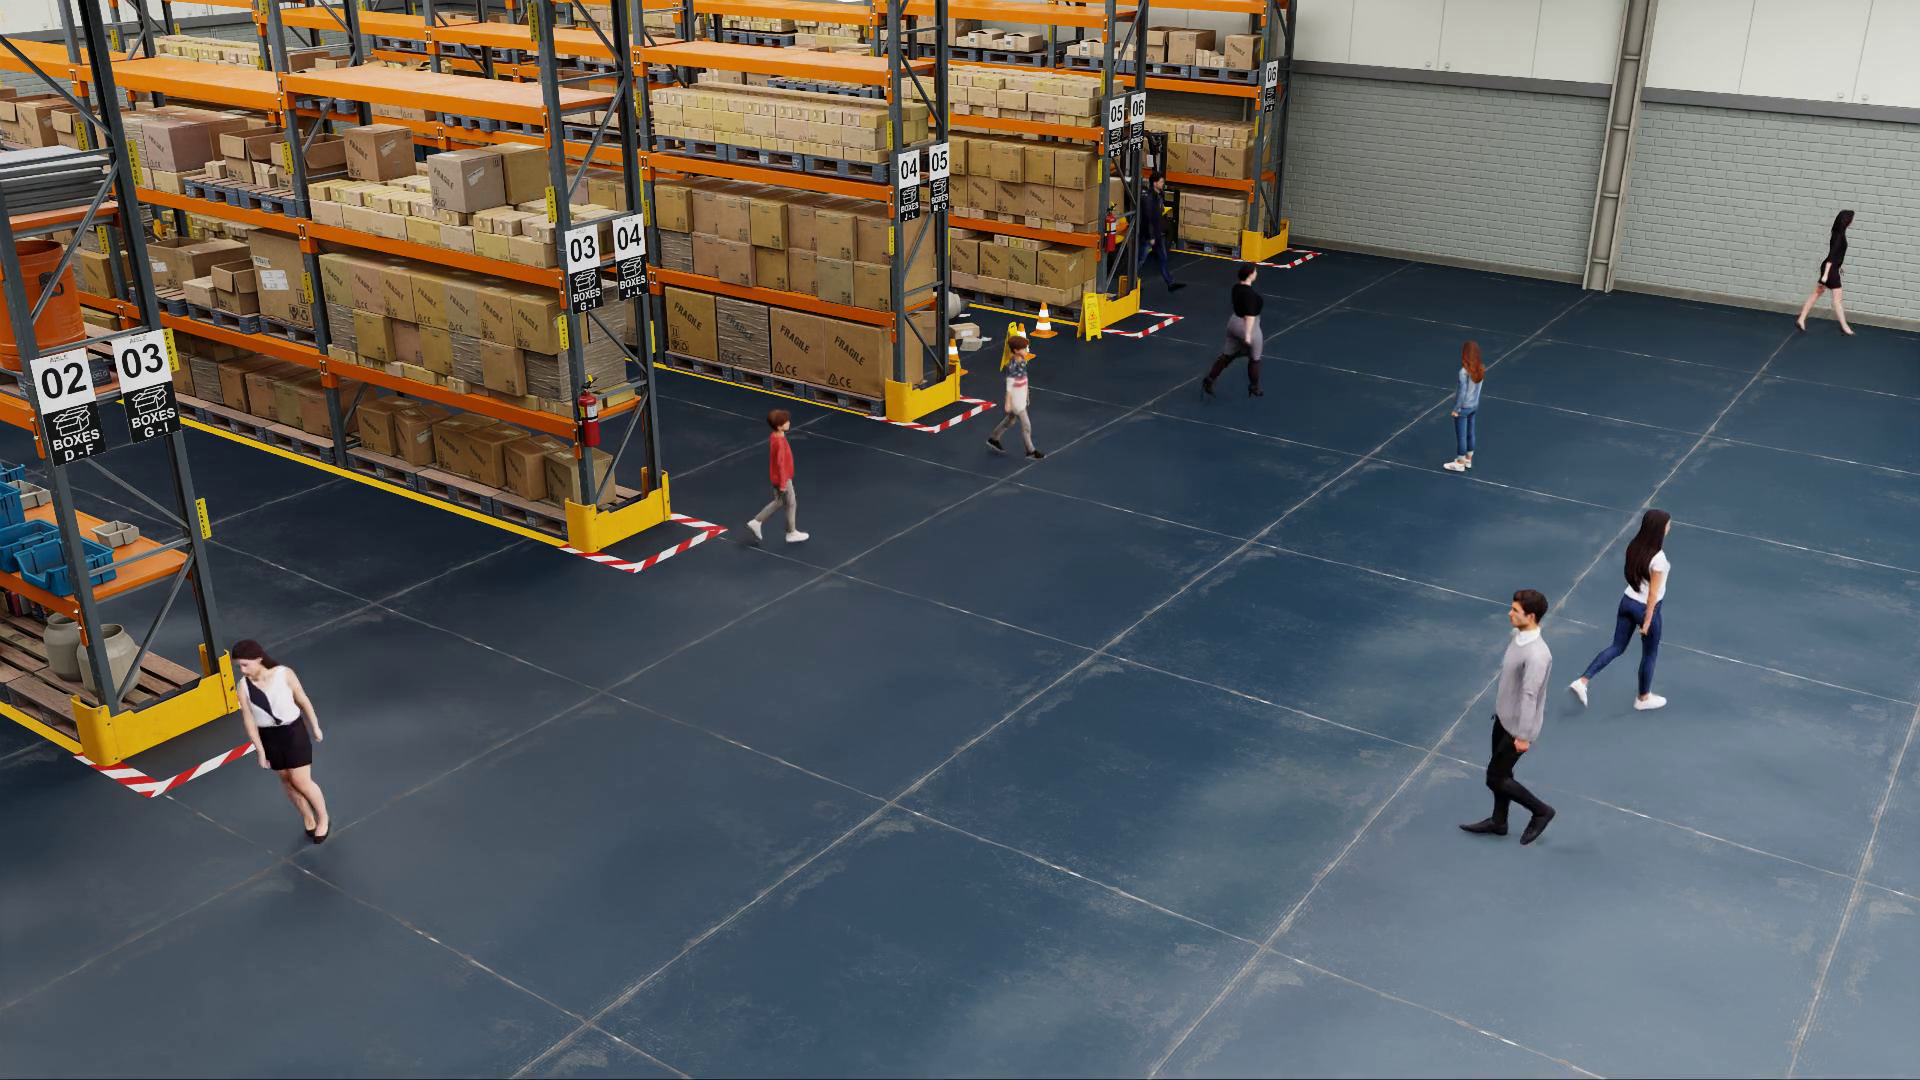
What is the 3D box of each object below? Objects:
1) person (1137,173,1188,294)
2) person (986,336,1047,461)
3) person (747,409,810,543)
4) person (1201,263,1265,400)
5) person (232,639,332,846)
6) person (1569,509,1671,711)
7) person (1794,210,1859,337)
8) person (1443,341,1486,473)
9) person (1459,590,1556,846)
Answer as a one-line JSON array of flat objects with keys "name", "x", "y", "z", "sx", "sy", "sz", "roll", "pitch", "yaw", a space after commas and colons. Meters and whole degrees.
[{"name": "person", "x": 2.810, "y": -4.639, "z": 25.351, "sx": 1.223, "sy": 1.826, "sz": 0.789, "roll": 12, "pitch": 26, "yaw": 25}, {"name": "person", "x": 0.577, "y": -1.605, "z": 18.755, "sx": 1.030, "sy": 1.406, "sz": 0.698, "roll": 8, "pitch": 24, "yaw": 18}, {"name": "person", "x": -1.838, "y": -0.618, "z": 16.442, "sx": 0.833, "sy": 1.399, "sz": 0.844, "roll": -9, "pitch": 24, "yaw": -19}, {"name": "person", "x": 3.406, "y": -2.545, "z": 20.553, "sx": 1.093, "sy": 1.729, "sz": 1.120, "roll": -8, "pitch": 24, "yaw": -19}, {"name": "person", "x": -4.641, "y": 1.379, "z": 11.475, "sx": 0.772, "sy": 1.611, "sz": 0.823, "roll": -13, "pitch": 26, "yaw": -28}, {"name": "person", "x": 5.286, "y": 0.585, "z": 13.160, "sx": 1.104, "sy": 1.753, "sz": 1.081, "roll": -6, "pitch": 24, "yaw": -13}, {"name": "person", "x": 12.063, "y": -3.713, "z": 23.251, "sx": 1.084, "sy": 1.766, "sz": 0.745, "roll": 10, "pitch": 25, "yaw": 23}, {"name": "person", "x": 5.609, "y": -1.484, "z": 18.380, "sx": 0.600, "sy": 1.476, "sz": 0.562, "roll": -20, "pitch": 30, "yaw": -38}, {"name": "person", "x": 3.909, "y": 1.242, "z": 11.416, "sx": 1.030, "sy": 1.910, "sz": 0.967, "roll": 1, "pitch": 23, "yaw": 3}]
